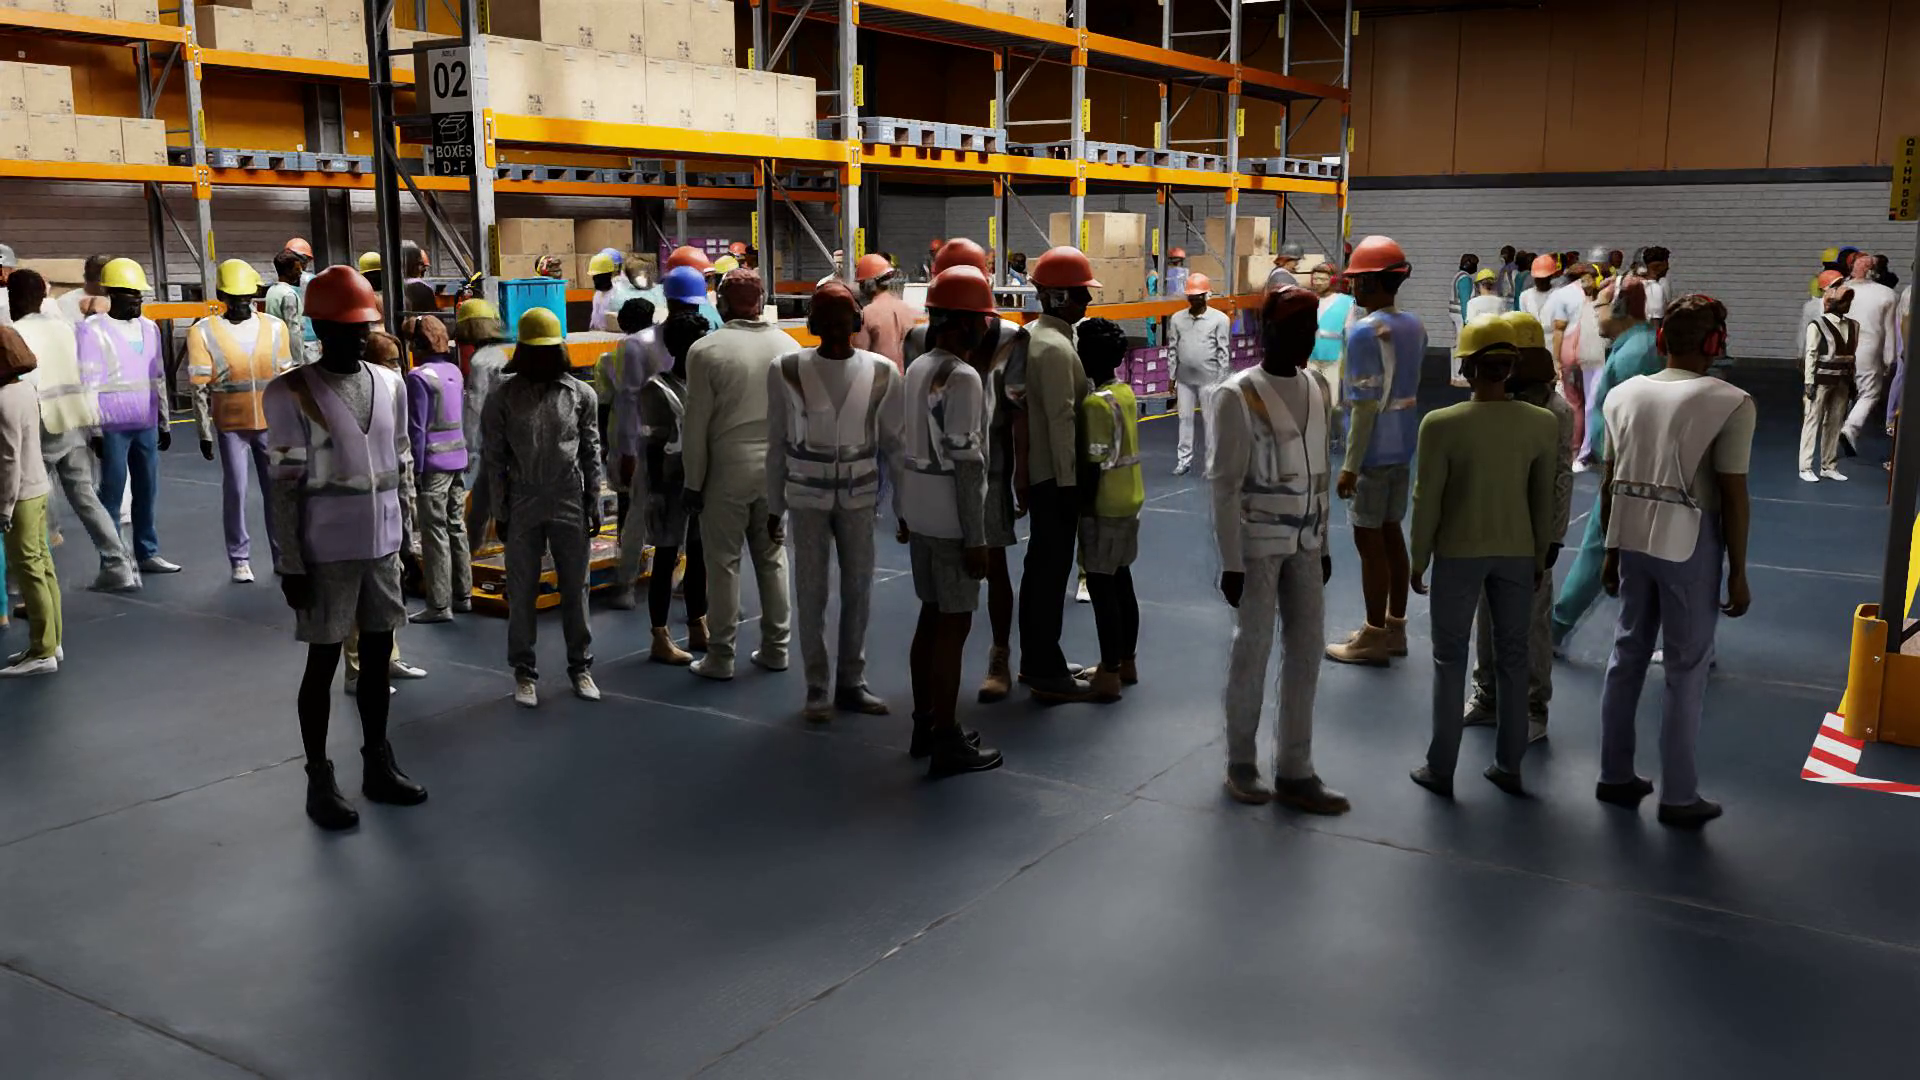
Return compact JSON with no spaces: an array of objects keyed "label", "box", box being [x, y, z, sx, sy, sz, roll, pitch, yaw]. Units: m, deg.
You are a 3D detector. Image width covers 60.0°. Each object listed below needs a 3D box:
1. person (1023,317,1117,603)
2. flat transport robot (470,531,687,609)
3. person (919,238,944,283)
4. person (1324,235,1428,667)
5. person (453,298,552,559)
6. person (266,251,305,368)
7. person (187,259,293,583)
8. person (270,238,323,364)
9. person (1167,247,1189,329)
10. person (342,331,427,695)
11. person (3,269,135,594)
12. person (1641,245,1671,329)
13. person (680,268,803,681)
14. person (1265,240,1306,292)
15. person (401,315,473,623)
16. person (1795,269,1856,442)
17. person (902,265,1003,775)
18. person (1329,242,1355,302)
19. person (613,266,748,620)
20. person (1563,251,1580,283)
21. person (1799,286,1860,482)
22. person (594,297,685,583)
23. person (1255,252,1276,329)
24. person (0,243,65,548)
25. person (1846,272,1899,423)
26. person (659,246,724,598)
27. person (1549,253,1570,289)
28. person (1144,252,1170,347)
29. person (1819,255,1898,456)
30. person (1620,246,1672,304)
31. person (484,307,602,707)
[{"label":"person","box":[0.582,-0.604,9.319,0.586,1.920,0.397,3,11,18]},{"label":"flat transport robot","box":[-2.252,0.162,9.636,0.652,0.197,1.431,6,12,31]},{"label":"person","box":[-0.375,-3.919,27.336,0.605,2.045,0.383,-2,10,-11]},{"label":"person","box":[1.968,-0.420,7.953,0.391,2.040,0.614,8,13,39]},{"label":"person","box":[-2.699,-0.515,9.462,0.855,1.683,0.603,-1,10,-6]},{"label":"person","box":[-6.170,-1.673,15.243,0.372,1.917,0.596,-8,13,-37]},{"label":"person","box":[-4.221,-0.697,9.860,0.592,1.913,0.399,-9,14,-42]},{"label":"person","box":[-6.935,-2.151,17.555,0.607,2.040,0.378,3,11,17]},{"label":"person","box":[3.390,-3.632,26.108,0.580,1.916,0.579,8,13,37]},{"label":"person","box":[-2.612,-0.122,7.465,0.302,1.624,0.498,2,10,13]},{"label":"person","box":[-5.218,-0.603,9.497,0.919,1.861,0.673,1,10,8]},{"label":"person","box":[6.930,-1.969,16.743,0.366,1.967,0.603,0,10,1]},{"label":"person","box":[-1.006,-0.303,7.725,0.651,1.895,0.400,-8,13,-39]},{"label":"person","box":[3.721,-2.405,18.958,0.535,2.000,0.742,1,10,4]},{"label":"person","box":[-2.787,-0.380,8.874,0.319,1.631,0.524,1,10,8]},{"label":"person","box":[8.762,-1.844,16.722,0.660,1.728,0.345,9,13,40]},{"label":"person","box":[-0.020,-0.075,6.365,0.384,1.929,0.543,-4,11,-22]},{"label":"person","box":[6.510,-4.082,28.415,0.618,1.986,0.407,-4,11,-23]},{"label":"person","box":[-1.582,-0.516,8.923,0.652,1.894,0.931,-9,13,-40]},{"label":"person","box":[9.693,-3.688,26.602,0.390,1.847,0.563,2,10,11]},{"label":"person","box":[7.305,-1.304,13.968,0.523,1.639,0.306,-3,11,-17]},{"label":"person","box":[-1.843,-0.555,9.650,0.534,1.698,0.322,0,10,-2]},{"label":"person","box":[4.839,-3.578,26.033,0.509,1.840,0.347,-6,12,-28]},{"label":"person","box":[-6.177,-0.953,10.912,0.692,2.000,0.540,-2,10,-12]},{"label":"person","box":[10.123,-2.122,18.402,0.400,1.667,0.565,-8,13,-37]},{"label":"person","box":[-1.498,-0.664,9.465,0.404,1.986,0.619,4,11,23]},{"label":"person","box":[7.700,-2.758,21.430,0.329,1.861,0.506,4,11,21]},{"label":"person","box":[2.667,-3.019,22.699,0.372,1.916,0.596,3,11,15]},{"label":"person","box":[8.219,-1.669,15.301,0.693,1.886,0.572,8,13,38]},{"label":"person","box":[8.266,-2.636,20.235,0.693,2.000,0.996,4,11,22]},{"label":"person","box":[-1.794,-0.138,7.239,0.484,1.738,0.321,-4,11,-20]}]
